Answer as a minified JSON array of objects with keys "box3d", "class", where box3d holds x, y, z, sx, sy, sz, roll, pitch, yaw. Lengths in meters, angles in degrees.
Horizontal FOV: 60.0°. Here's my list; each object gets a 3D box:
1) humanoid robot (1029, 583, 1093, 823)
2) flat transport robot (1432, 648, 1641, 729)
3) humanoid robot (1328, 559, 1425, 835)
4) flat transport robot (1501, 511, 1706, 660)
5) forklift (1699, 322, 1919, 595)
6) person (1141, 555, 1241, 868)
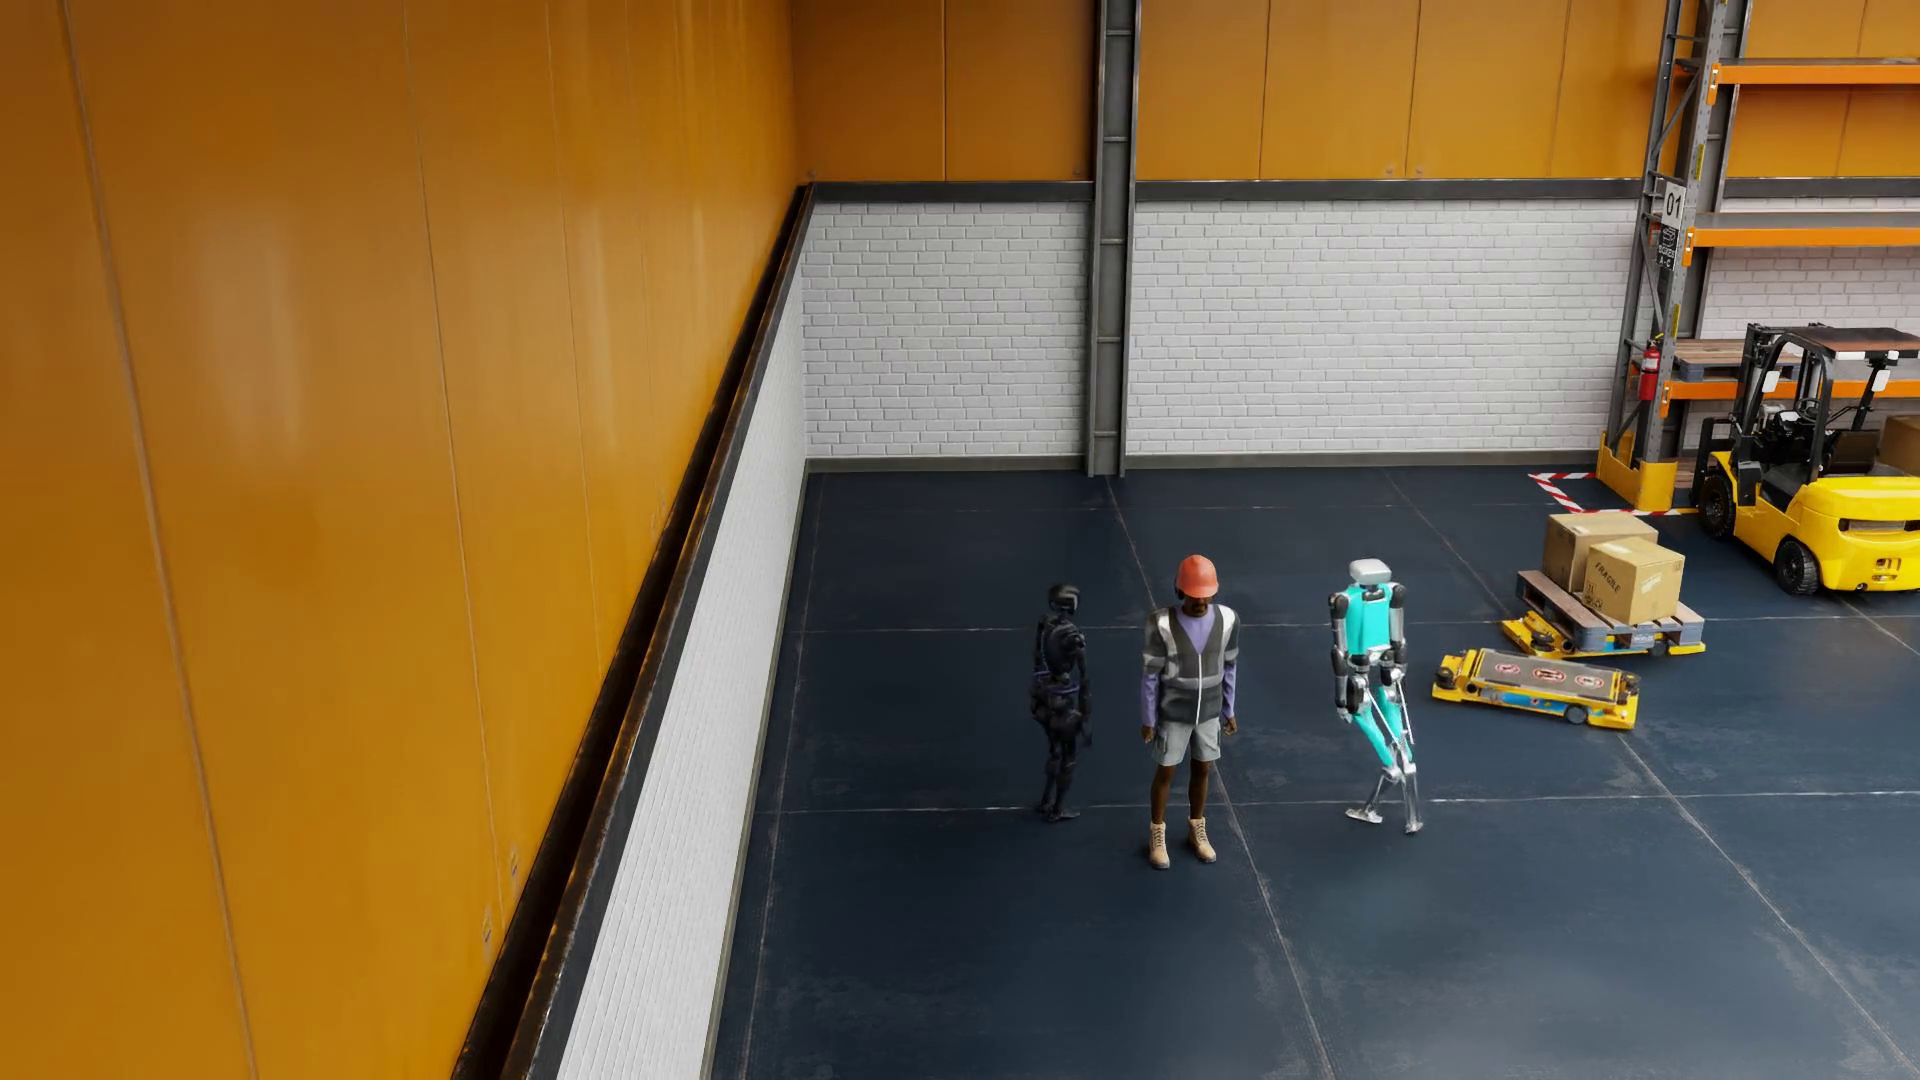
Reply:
[{"box3d":[0.646,1.046,10.679,0.318,1.649,0.603,-13,24,-31],"class":"humanoid robot"},{"box3d":[4.349,1.106,12.553,1.431,0.231,0.659,9,22,22],"class":"flat transport robot"},{"box3d":[2.732,1.062,10.547,0.598,1.773,0.866,-7,21,-18],"class":"humanoid robot"},{"box3d":[5.226,0.743,13.537,1.431,0.231,0.659,-3,20,-7],"class":"flat transport robot"},{"box3d":[7.809,-0.792,14.926,1.214,2.155,2.313,-1,20,-2],"class":"forklift"},{"box3d":[1.409,1.048,10.154,0.613,2.041,0.385,-4,21,-12],"class":"person"}]
